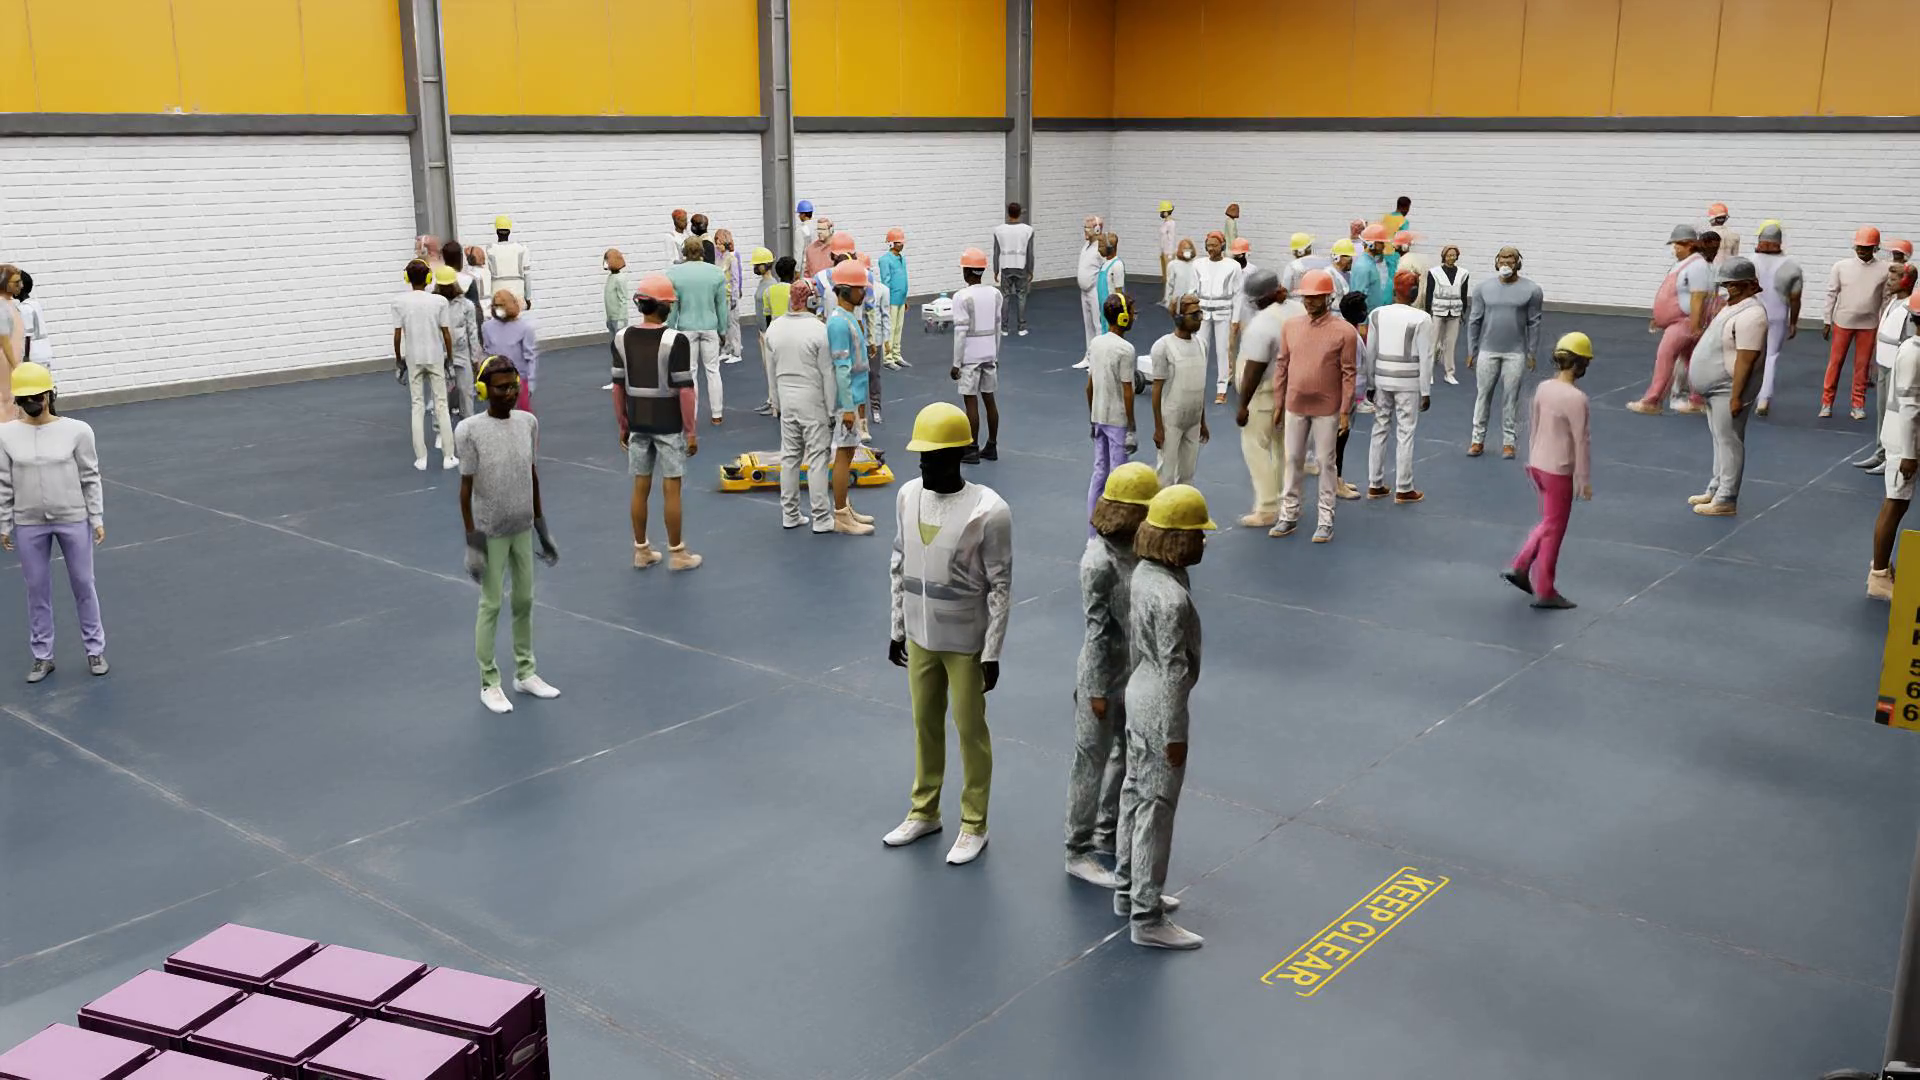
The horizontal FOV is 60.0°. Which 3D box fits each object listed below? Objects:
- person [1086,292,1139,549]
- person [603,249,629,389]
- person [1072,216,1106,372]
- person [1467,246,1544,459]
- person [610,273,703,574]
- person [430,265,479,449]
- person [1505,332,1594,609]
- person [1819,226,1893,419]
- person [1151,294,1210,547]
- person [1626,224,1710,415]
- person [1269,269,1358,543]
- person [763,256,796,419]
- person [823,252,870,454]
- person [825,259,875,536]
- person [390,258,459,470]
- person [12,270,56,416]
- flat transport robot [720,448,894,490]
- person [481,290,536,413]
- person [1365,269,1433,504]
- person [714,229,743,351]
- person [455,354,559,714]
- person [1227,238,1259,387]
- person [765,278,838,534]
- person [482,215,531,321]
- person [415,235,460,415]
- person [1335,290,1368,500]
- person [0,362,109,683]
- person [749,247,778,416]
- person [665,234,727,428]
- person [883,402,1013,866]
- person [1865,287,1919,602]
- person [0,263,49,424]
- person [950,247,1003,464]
[{"bbox_3d":[1.092,-0.817,11.784,0.335,1.873,0.520,-8,16,-28],"label":"person"},{"bbox_3d":[-3.933,-2.508,19.025,0.287,1.633,0.499,-8,16,-30],"label":"person"},{"bbox_3d":[1.649,-3.035,20.572,0.399,1.910,0.643,-5,15,-21],"label":"person"},{"bbox_3d":[4.963,-1.713,15.226,0.635,1.937,0.354,6,15,22],"label":"person"},{"bbox_3d":[-2.049,-0.789,11.326,0.614,2.038,0.396,6,15,22],"label":"person"},{"bbox_3d":[-4.775,-1.712,15.639,0.488,1.731,0.343,-5,15,-18],"label":"person"},{"bbox_3d":[3.775,-0.427,10.462,0.362,1.746,0.553,-1,14,-4],"label":"person"},{"bbox_3d":[9.299,-2.247,17.253,0.623,1.989,0.391,5,15,19],"label":"person"},{"bbox_3d":[1.580,-0.834,11.902,0.508,1.846,0.342,-11,18,-37],"label":"person"},{"bbox_3d":[7.511,-2.339,17.520,0.965,2.000,0.701,3,14,12],"label":"person"},{"bbox_3d":[2.578,-0.980,12.184,0.619,1.994,0.381,9,17,32],"label":"person"},{"bbox_3d":[-1.782,-2.076,17.170,0.533,1.695,0.319,8,16,30],"label":"person"},{"bbox_3d":[-1.034,-1.713,15.366,0.513,1.872,0.328,12,19,41],"label":"person"},{"bbox_3d":[-0.821,-1.059,12.398,0.369,2.045,0.608,0,14,-2],"label":"person"},{"bbox_3d":[-4.738,-1.548,14.715,0.520,1.868,0.335,-2,14,-10],"label":"person"},{"bbox_3d":[-8.734,-1.697,15.674,0.319,1.688,0.539,-5,15,-18],"label":"person"},{"bbox_3d":[-1.317,-0.618,14.233,1.431,0.197,0.652,-3,14,-11],"label":"flat transport robot"},{"bbox_3d":[-3.953,-1.361,14.489,0.513,1.599,0.730,2,14,8],"label":"person"},{"bbox_3d":[3.542,-1.237,13.435,0.341,1.882,0.587,-13,19,-43],"label":"person"},{"bbox_3d":[-3.188,-3.380,22.494,0.520,1.639,0.307,3,14,11],"label":"person"},{"bbox_3d":[-2.364,-0.041,8.688,0.323,1.871,0.519,11,18,37],"label":"person"},{"bbox_3d":[3.215,-2.602,19.178,0.567,1.743,0.351,10,17,36],"label":"person"},{"bbox_3d":[-1.135,-0.999,12.440,0.642,1.909,0.409,9,17,33],"label":"person"},{"bbox_3d":[-5.560,-3.009,20.427,0.588,1.927,0.370,-7,16,-26],"label":"person"},{"bbox_3d":[-5.563,-2.234,17.411,0.641,1.884,0.668,1,14,3],"label":"person"},{"bbox_3d":[3.173,-1.192,13.633,0.321,1.697,0.530,2,14,10],"label":"person"},{"bbox_3d":[-4.981,-0.097,9.117,0.533,1.768,0.310,-5,15,-21],"label":"person"},{"bbox_3d":[-2.036,-2.191,17.511,0.339,1.761,0.529,-5,15,-18],"label":"person"},{"bbox_3d":[-2.651,-2.093,16.745,0.629,1.940,0.378,-5,15,-19],"label":"person"},{"bbox_3d":[-0.061,0.385,6.864,0.585,1.929,0.371,10,17,36],"label":"person"},{"bbox_3d":[6.095,-0.620,10.638,0.370,2.048,0.605,8,16,30],"label":"person"},{"bbox_3d":[-8.295,-1.527,14.718,0.641,1.821,0.534,-5,15,-19],"label":"person"},{"bbox_3d":[0.129,-1.651,14.978,0.547,1.939,0.376,-12,18,-39],"label":"person"}]
